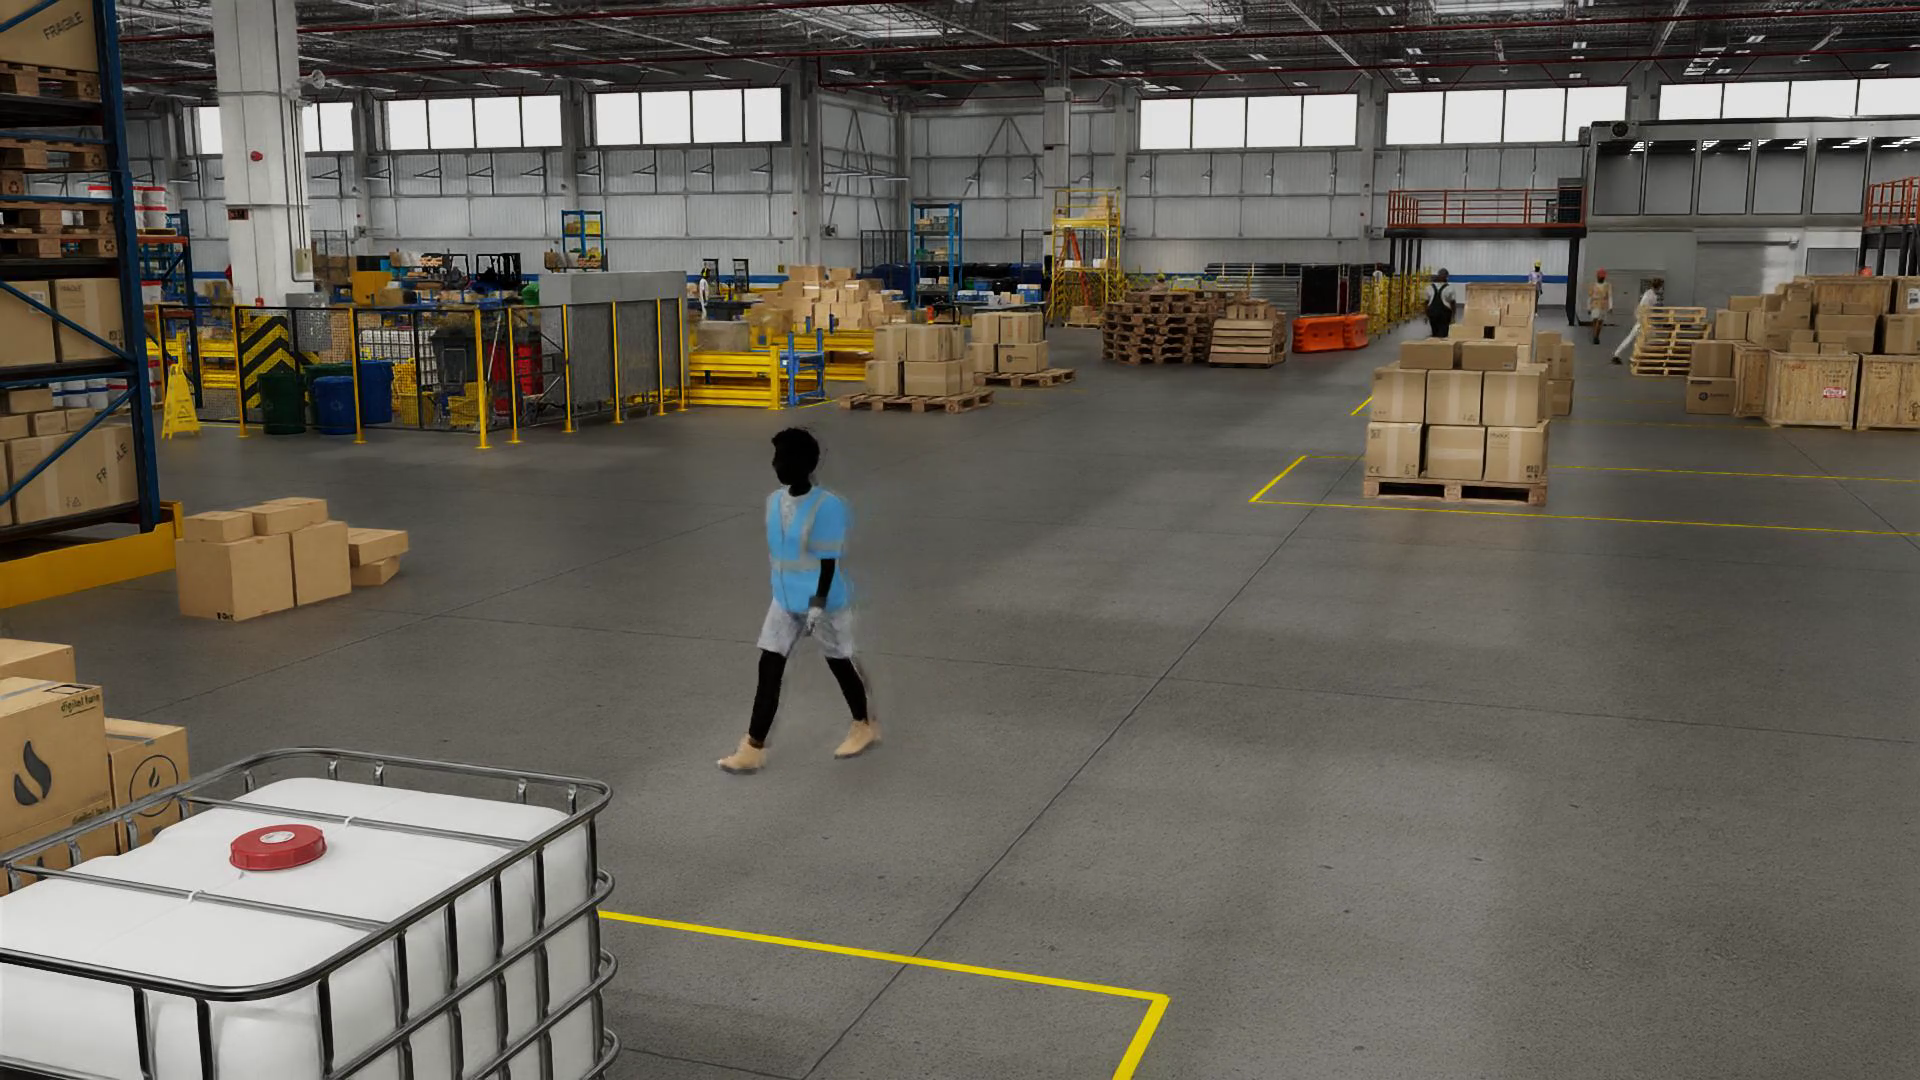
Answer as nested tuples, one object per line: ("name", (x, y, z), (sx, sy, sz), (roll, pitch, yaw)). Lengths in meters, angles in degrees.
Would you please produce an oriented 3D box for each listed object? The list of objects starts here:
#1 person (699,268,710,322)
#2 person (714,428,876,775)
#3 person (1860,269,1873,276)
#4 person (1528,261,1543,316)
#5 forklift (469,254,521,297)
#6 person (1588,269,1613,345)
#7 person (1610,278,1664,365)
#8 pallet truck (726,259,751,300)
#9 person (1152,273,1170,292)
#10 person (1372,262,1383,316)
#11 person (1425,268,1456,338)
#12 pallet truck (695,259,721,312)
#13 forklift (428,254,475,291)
("person", (-7.012, -6.546, 45.803), (0.328, 1.865, 0.520), (-1, 10, -8))
("person", (-0.747, 0.291, 7.907), (0.537, 1.646, 0.888), (8, 13, 39))
("person", (19.554, -4.861, 36.001), (0.614, 1.991, 1.054), (0, 10, 2))
("person", (20.218, -8.814, 58.394), (0.589, 1.927, 0.386), (-4, 11, -20))
("forklift", (-17.990, -10.121, 64.684), (1.157, 1.987, 2.680), (3, 11, 17))
("person", (16.053, -5.819, 41.665), (0.553, 1.879, 1.002), (1, 10, 7))
("person", (14.120, -4.512, 34.447), (1.180, 1.851, 0.653), (3, 10, 14))
("pallet truck", (-7.986, -9.493, 62.019), (0.823, 1.965, 1.885), (3, 11, 17))
("person", (5.398, -6.338, 44.950), (0.528, 1.737, 0.801), (7, 12, 33))
("person", (14.673, -8.789, 58.368), (0.355, 1.887, 0.574), (-3, 10, -16))
("person", (10.460, -4.944, 36.281), (0.687, 2.000, 0.847), (8, 13, 38))
("pallet truck", (-9.165, -9.627, 62.776), (0.823, 1.965, 1.885), (4, 11, 23))
("forklift", (-20.133, -10.254, 65.465), (1.157, 1.987, 2.680), (3, 11, 19))
